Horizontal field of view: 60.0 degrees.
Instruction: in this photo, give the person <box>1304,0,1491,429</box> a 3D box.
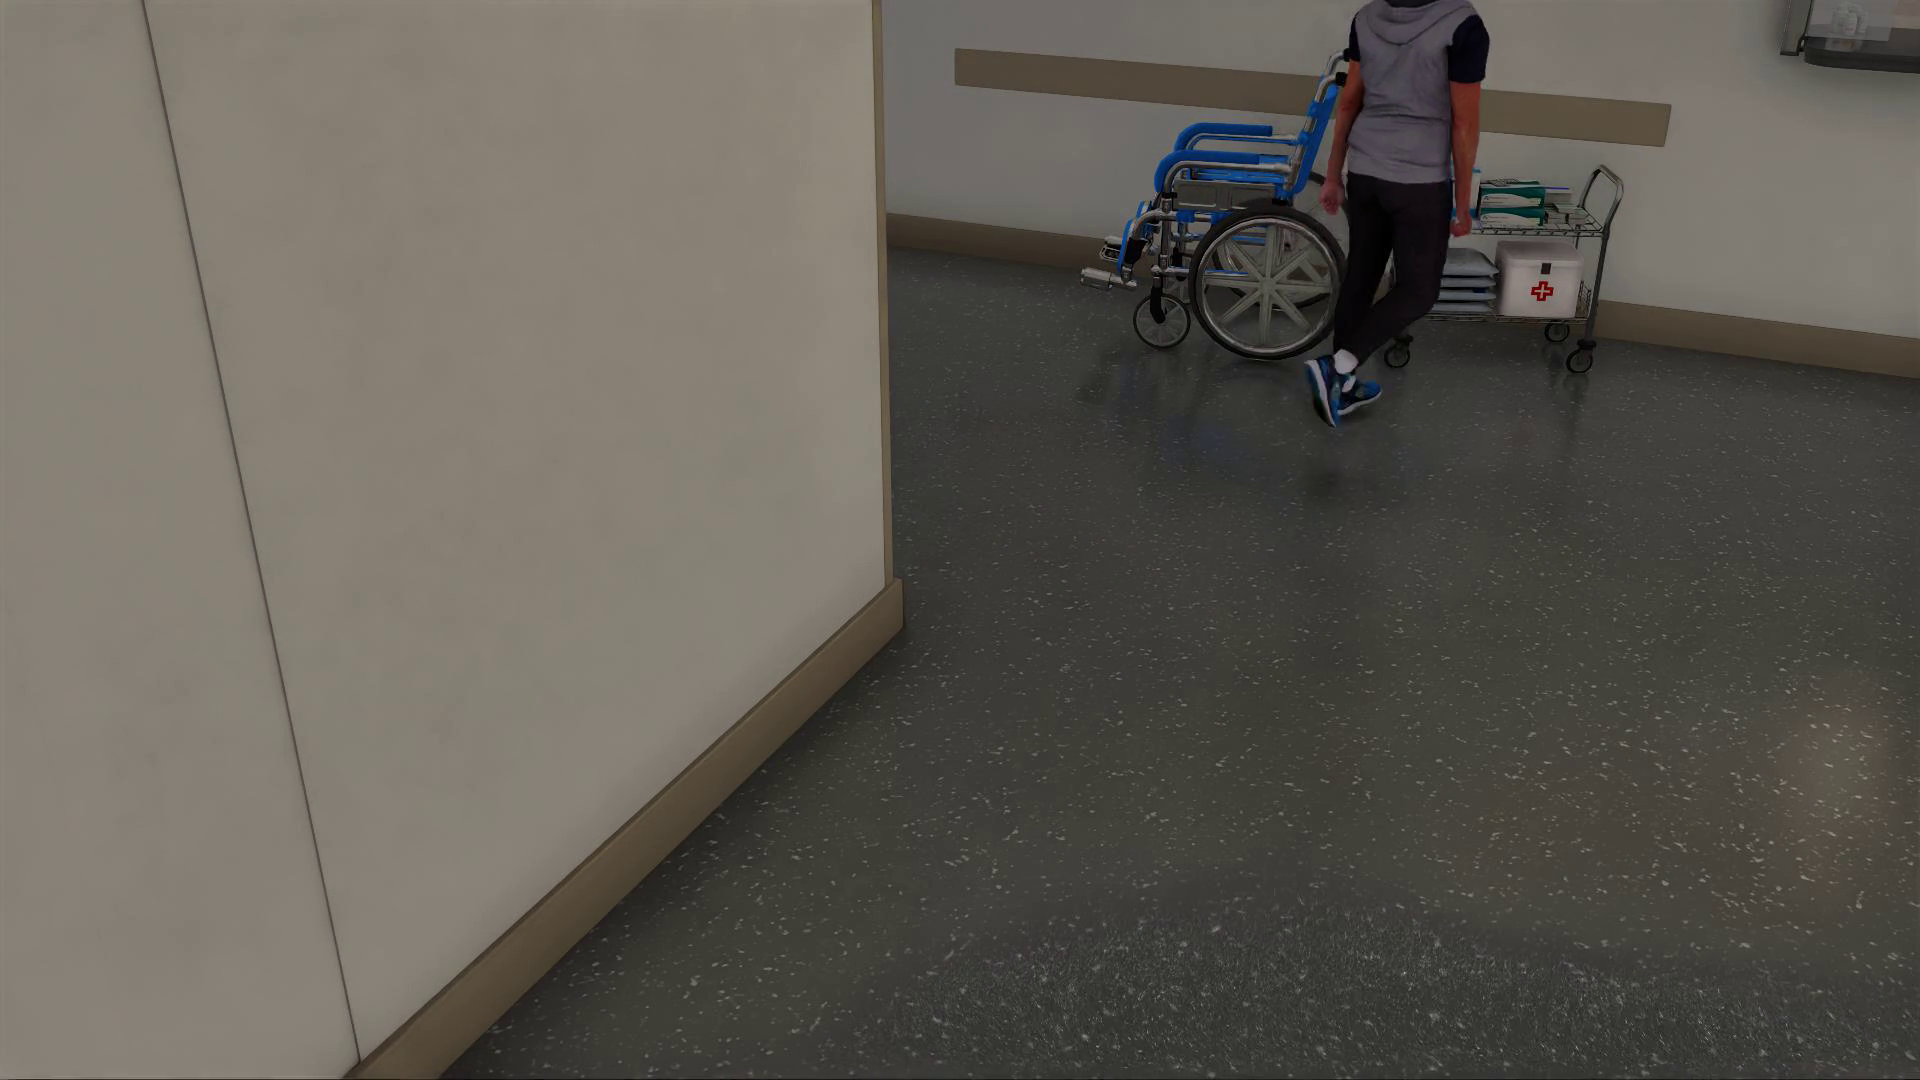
[{"bbox_3d":[1.464,-1.192,5.702,1.093,1.802,0.972,-22,33,-38],"label":"person"}]
